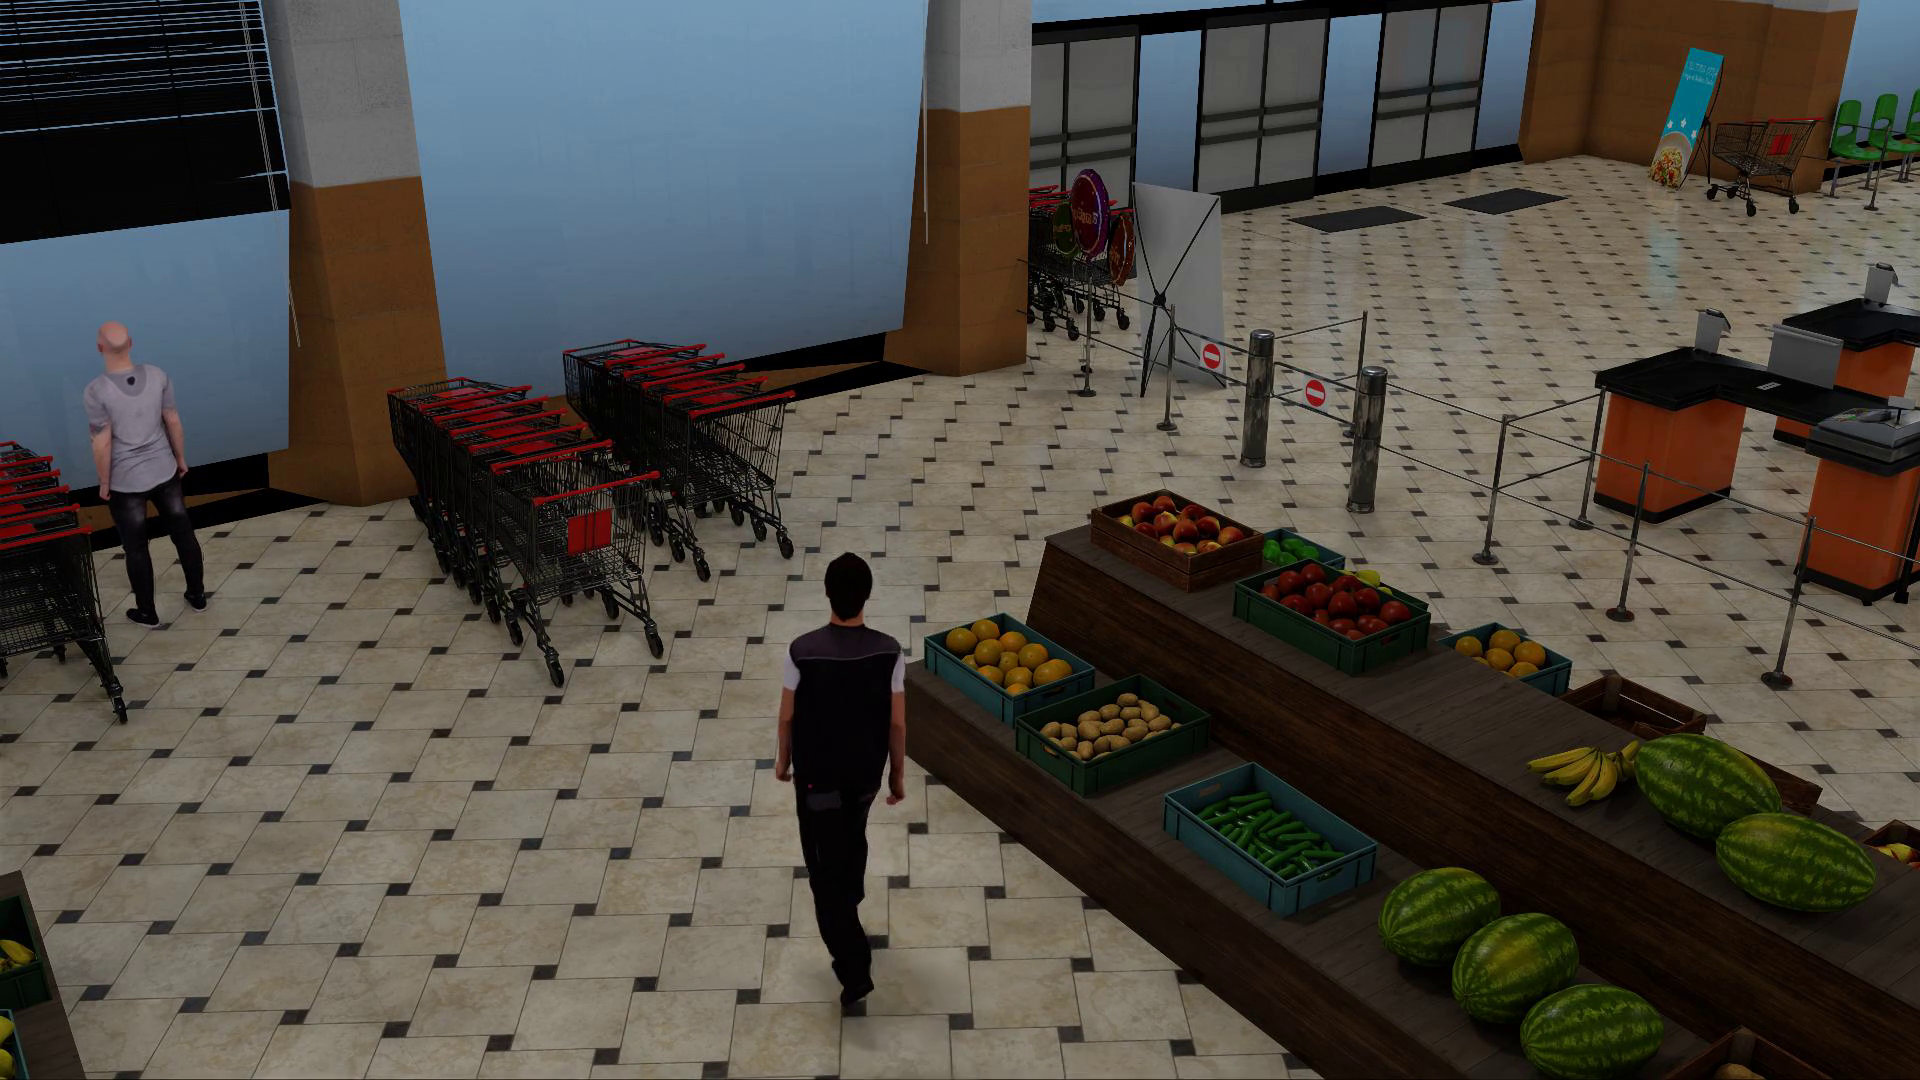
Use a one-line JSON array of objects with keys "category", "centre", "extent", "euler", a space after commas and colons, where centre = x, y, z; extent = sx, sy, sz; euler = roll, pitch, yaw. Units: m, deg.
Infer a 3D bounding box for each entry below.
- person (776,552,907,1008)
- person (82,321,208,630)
[{"category": "person", "centre": [-0.456, 0.976, 6.601], "extent": [0.910, 1.812, 1.254], "euler": [-8, 25, -17]}, {"category": "person", "centre": [-4.764, -0.387, 9.685], "extent": [0.677, 1.838, 0.733], "euler": [20, 31, 38]}]
